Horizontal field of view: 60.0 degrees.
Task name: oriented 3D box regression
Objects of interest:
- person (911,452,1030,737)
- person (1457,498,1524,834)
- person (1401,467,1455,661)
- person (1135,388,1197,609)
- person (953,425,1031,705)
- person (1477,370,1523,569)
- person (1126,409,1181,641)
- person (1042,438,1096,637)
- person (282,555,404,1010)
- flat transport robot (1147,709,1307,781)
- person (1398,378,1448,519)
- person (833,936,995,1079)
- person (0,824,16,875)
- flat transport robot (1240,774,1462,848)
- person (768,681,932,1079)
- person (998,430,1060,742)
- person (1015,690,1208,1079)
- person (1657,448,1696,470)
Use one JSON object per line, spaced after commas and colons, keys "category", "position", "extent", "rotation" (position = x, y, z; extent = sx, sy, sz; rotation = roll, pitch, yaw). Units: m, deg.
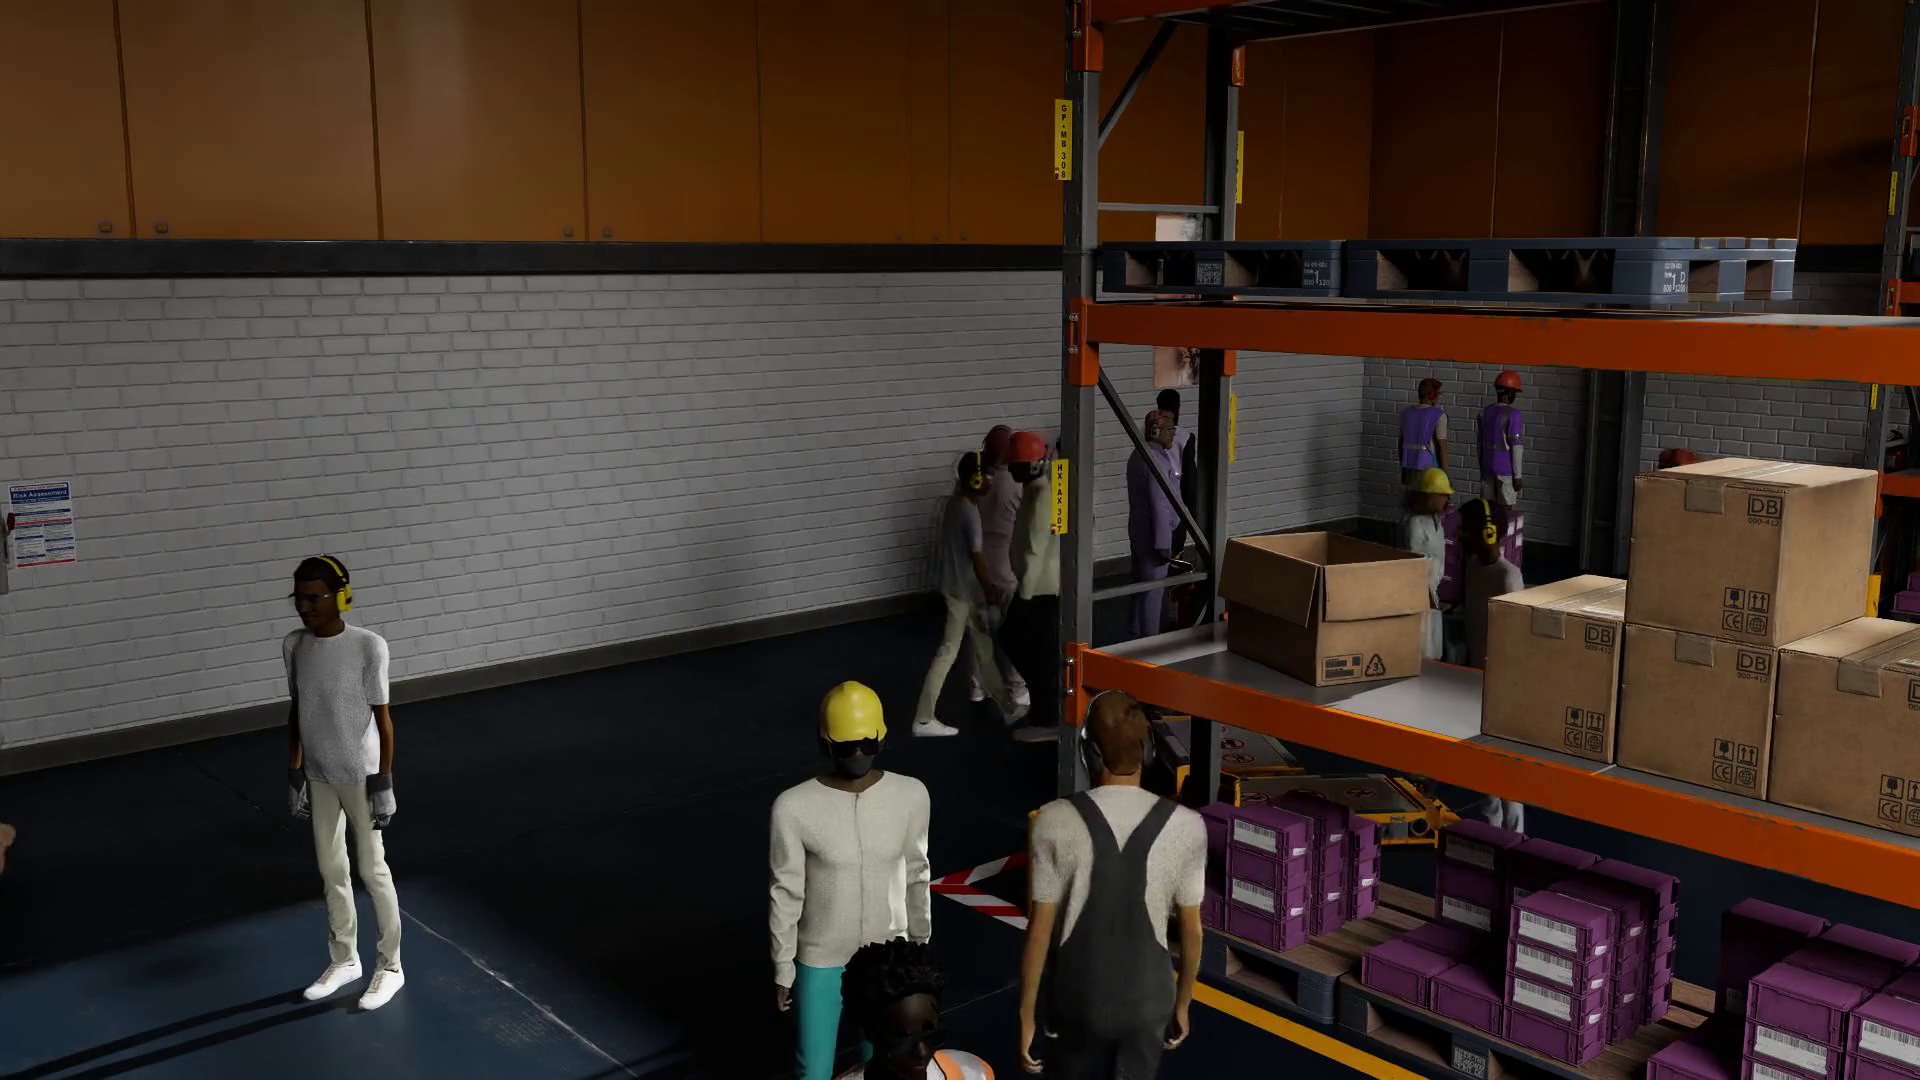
{"category": "person", "position": [0.121, 0.351, 10.461], "extent": [0.940, 1.814, 0.551], "rotation": [-2, 10, -9]}
{"category": "person", "position": [2.628, 0.715, 8.267], "extent": [0.383, 1.851, 0.526], "rotation": [0, 10, 0]}
{"category": "person", "position": [2.865, 0.382, 10.581], "extent": [0.546, 1.729, 0.487], "rotation": [7, 12, 36]}
{"category": "person", "position": [1.750, -0.327, 14.151], "extent": [0.593, 1.920, 0.391], "rotation": [7, 12, 37]}
{"category": "person", "position": [0.281, 0.181, 11.204], "extent": [0.652, 1.909, 0.409], "rotation": [6, 11, 29]}
{"category": "person", "position": [5.272, -0.681, 16.181], "extent": [0.369, 1.933, 0.543], "rotation": [-5, 11, -26]}
{"category": "person", "position": [1.456, -0.021, 12.407], "extent": [0.399, 1.905, 0.643], "rotation": [-2, 10, -9]}
{"category": "person", "position": [0.809, -0.028, 13.139], "extent": [0.539, 1.670, 0.742], "rotation": [9, 13, 42]}
{"category": "person", "position": [-2.507, 0.972, 6.730], "extent": [0.510, 1.862, 0.323], "rotation": [3, 10, 18]}
{"category": "flat transport robot", "position": [1.522, 1.255, 9.704], "extent": [0.652, 0.197, 1.431], "rotation": [-1, 10, -5]}
{"category": "person", "position": [4.566, -0.676, 16.432], "extent": [0.389, 1.837, 0.563], "rotation": [-7, 12, -36]}
{"category": "person", "position": [-0.135, 1.617, 3.417], "extent": [0.540, 1.695, 0.317], "rotation": [-7, 12, -37]}
{"category": "person", "position": [-4.709, 0.748, 7.498], "extent": [0.676, 2.000, 0.876], "rotation": [5, 11, 26]}
{"category": "flat transport robot", "position": [1.884, 1.425, 8.713], "extent": [1.431, 0.197, 0.652], "rotation": [-1, 10, -5]}
{"category": "person", "position": [-0.324, 1.290, 5.132], "extent": [0.533, 1.767, 0.326], "rotation": [-4, 10, -21]}
{"category": "person", "position": [0.446, 0.299, 10.345], "extent": [0.440, 1.965, 0.620], "rotation": [-1, 10, -5]}
{"category": "person", "position": [0.427, 1.335, 4.735], "extent": [0.538, 1.804, 0.538], "rotation": [0, 10, 0]}
{"category": "person", "position": [4.450, 0.362, 10.278], "extent": [0.595, 1.862, 0.549], "rotation": [-5, 11, -27]}
